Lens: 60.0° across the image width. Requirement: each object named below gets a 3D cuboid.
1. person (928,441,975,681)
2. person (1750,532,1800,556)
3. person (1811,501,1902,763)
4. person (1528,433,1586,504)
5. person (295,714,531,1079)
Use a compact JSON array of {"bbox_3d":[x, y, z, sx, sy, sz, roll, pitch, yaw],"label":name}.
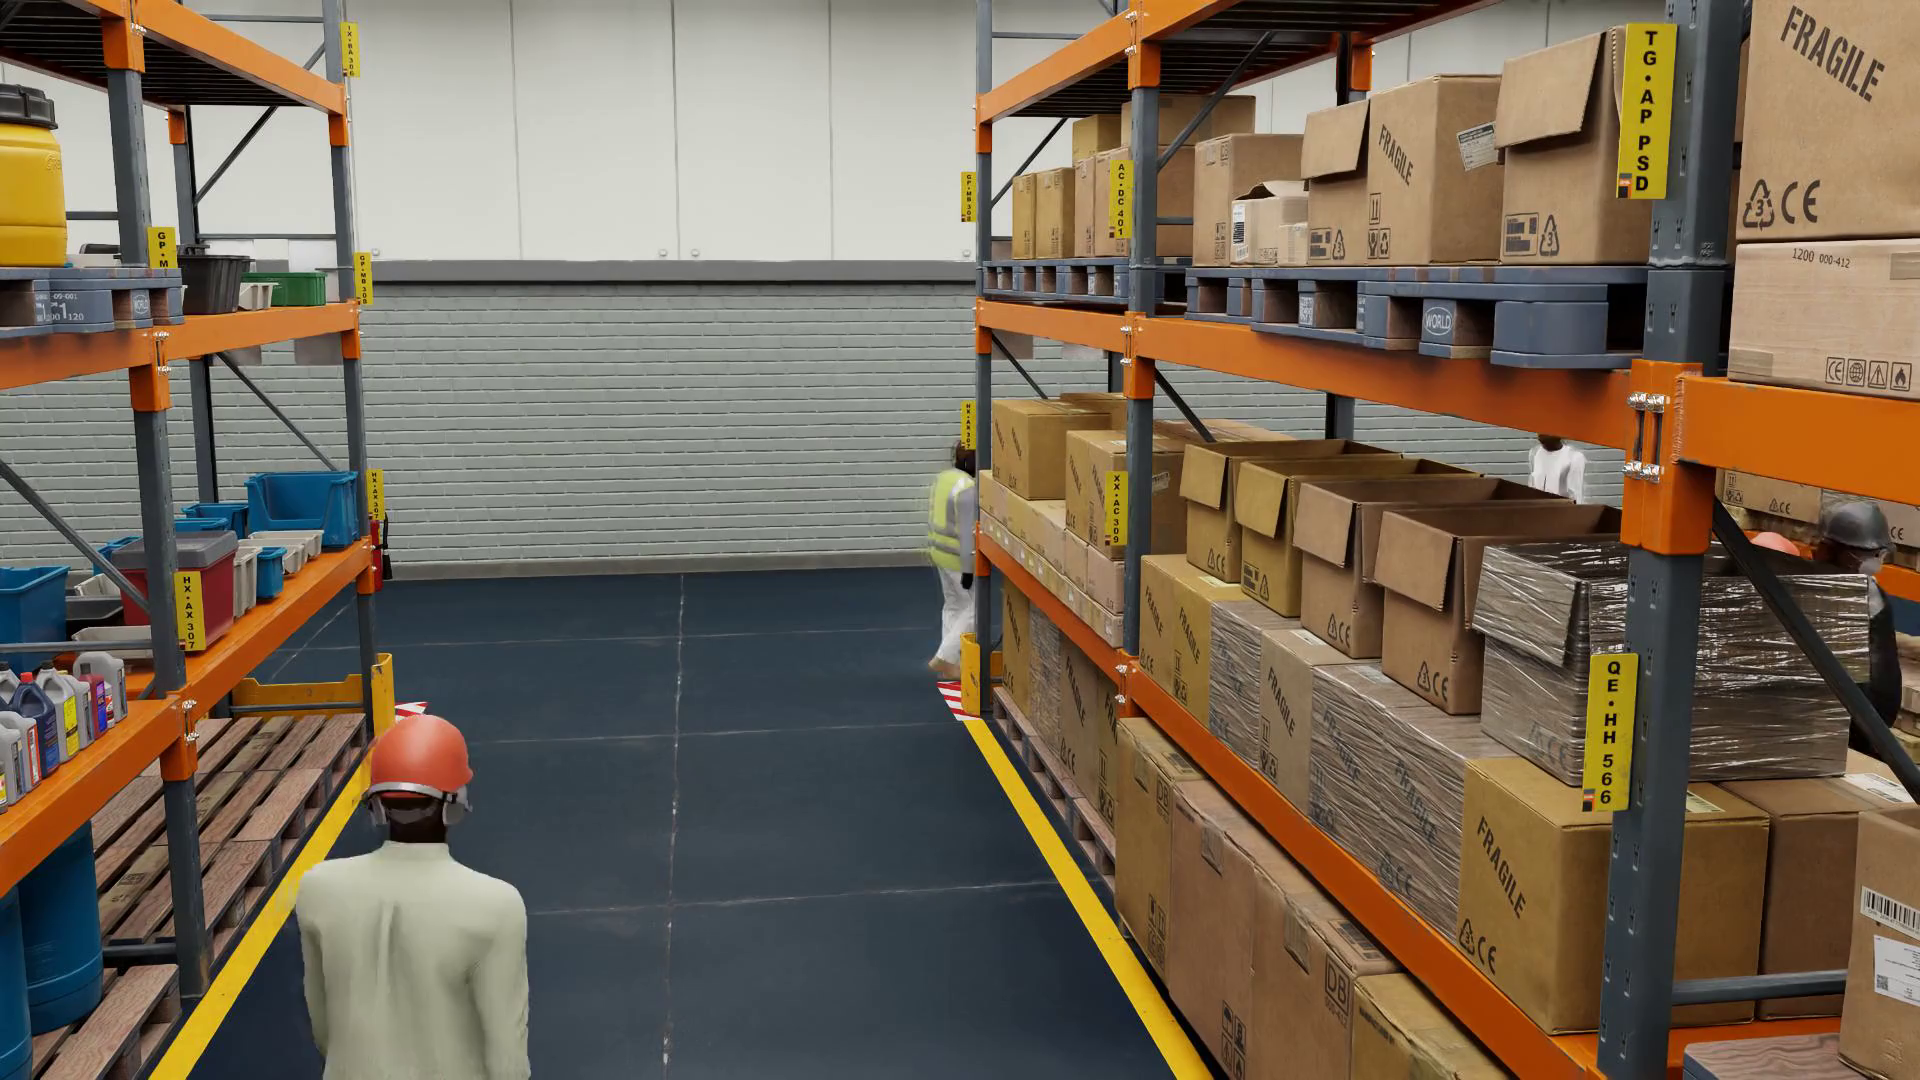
[{"bbox_3d":[0.014,0.156,12.203,0.435,1.822,0.665,-3,10,-20],"label":"person"},{"bbox_3d":[3.388,0.929,7.082,0.543,1.939,0.356,-2,9,-14],"label":"person"},{"bbox_3d":[4.085,0.791,7.618,0.692,2.000,1.006,-5,10,-28],"label":"person"},{"bbox_3d":[4.922,-0.139,13.898,0.794,1.850,0.613,-6,11,-33],"label":"person"},{"bbox_3d":[-1.346,1.388,4.221,0.630,1.940,1.030,1,9,4],"label":"person"}]
